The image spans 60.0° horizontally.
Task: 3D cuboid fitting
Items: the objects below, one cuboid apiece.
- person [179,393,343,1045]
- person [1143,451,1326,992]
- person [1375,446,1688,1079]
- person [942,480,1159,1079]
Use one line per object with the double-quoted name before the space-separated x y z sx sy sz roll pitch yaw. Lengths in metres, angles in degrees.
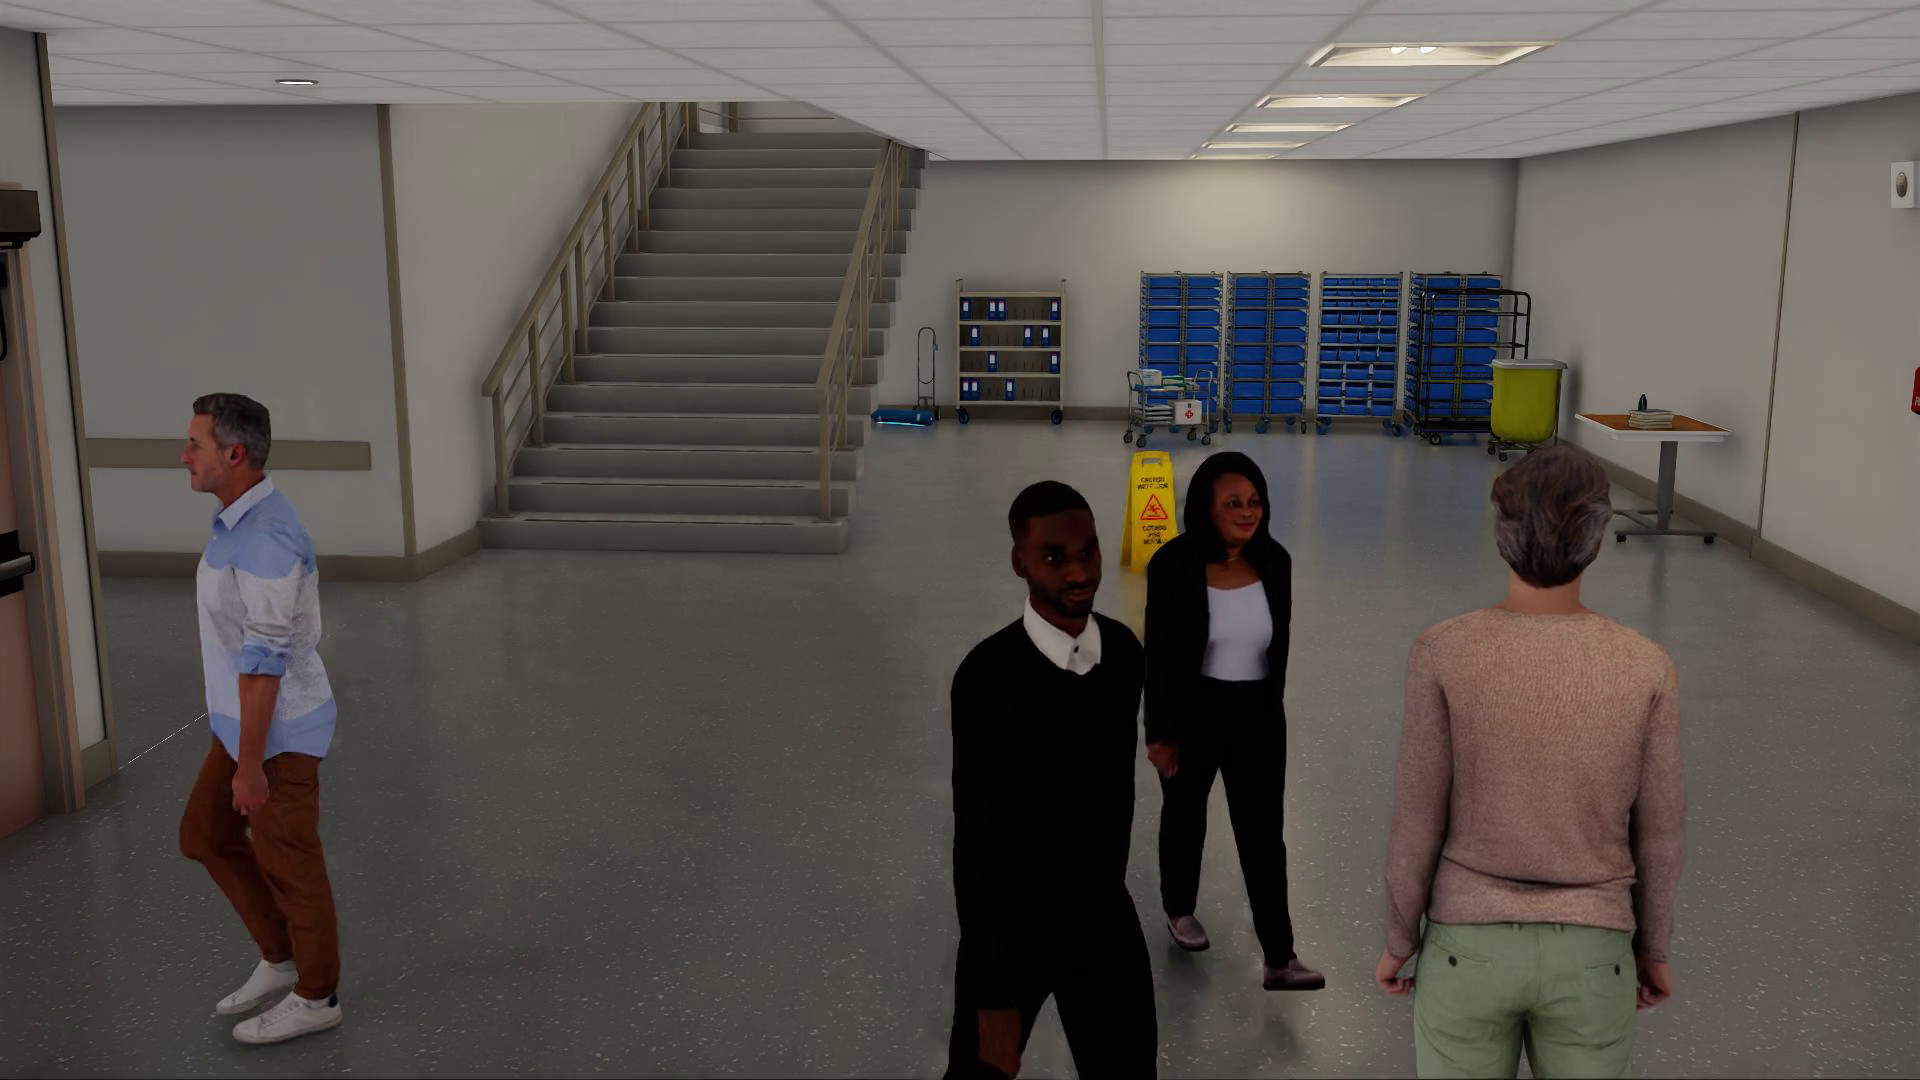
"person" -1.842 0.494 4.628 0.878 1.819 0.789 -6 12 -30
"person" 0.745 0.530 5.071 0.885 1.583 1.098 -3 11 -15
"person" 1.033 0.767 3.046 0.695 1.871 0.591 2 11 9
"person" 0.090 0.777 3.321 1.193 1.749 1.286 -8 14 -38
